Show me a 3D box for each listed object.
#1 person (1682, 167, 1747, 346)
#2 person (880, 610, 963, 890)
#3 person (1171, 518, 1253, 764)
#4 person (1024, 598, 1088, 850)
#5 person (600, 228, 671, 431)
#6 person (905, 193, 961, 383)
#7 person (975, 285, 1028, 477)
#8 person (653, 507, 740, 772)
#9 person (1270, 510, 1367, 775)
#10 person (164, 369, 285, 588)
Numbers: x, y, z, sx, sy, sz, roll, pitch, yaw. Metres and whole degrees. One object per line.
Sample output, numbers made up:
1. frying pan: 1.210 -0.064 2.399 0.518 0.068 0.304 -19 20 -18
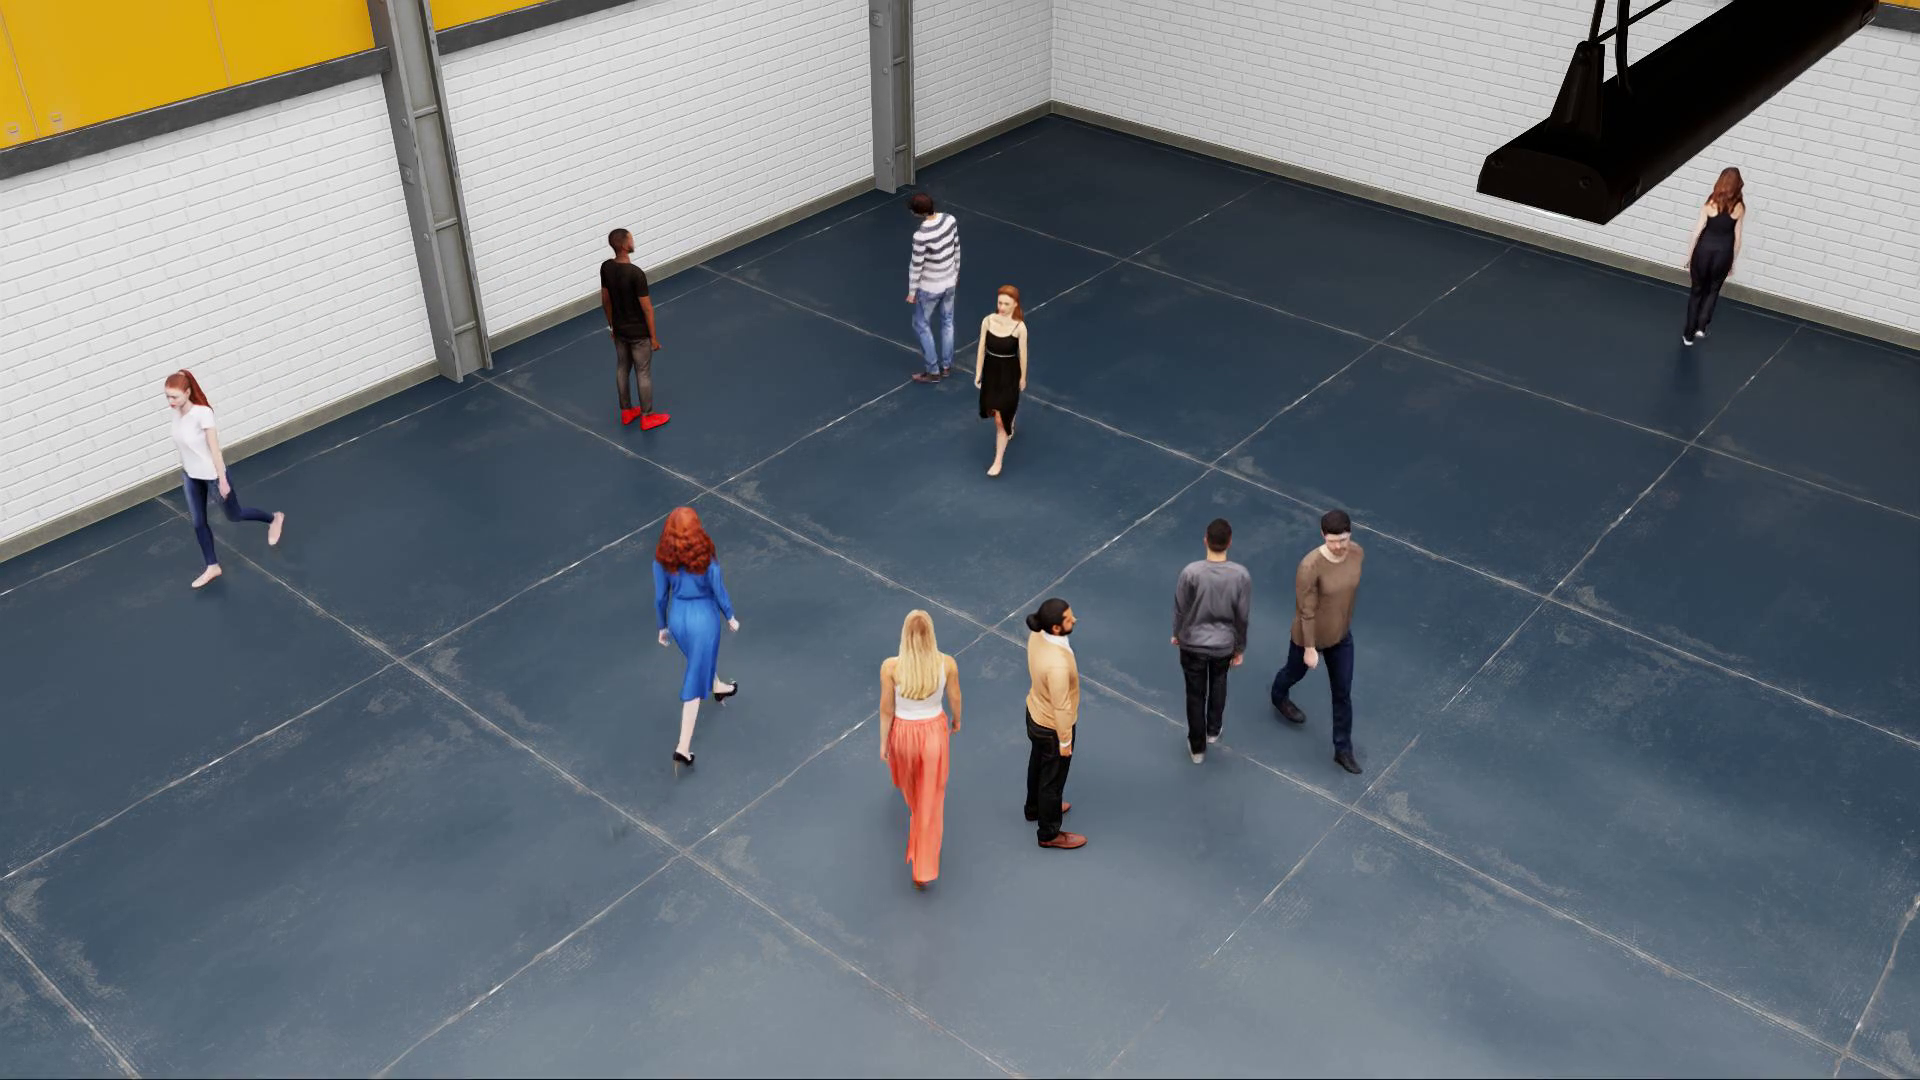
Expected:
1. person: 7.013 -2.596 15.491 0.741 1.739 0.800 9 35 13
2. person: -0.229 1.254 9.690 1.167 1.748 1.311 0 34 0
3. person: 1.575 0.701 10.523 0.757 1.747 0.811 -1 34 -1
4. person: 0.546 1.080 9.946 0.787 1.754 0.757 -8 34 -12
5. person: -2.826 -1.807 14.246 0.681 1.803 0.582 17 37 24
6. person: -0.184 -2.308 14.996 0.610 1.806 0.835 -13 36 -19
7. person: 0.374 -1.387 13.797 0.728 1.601 1.039 14 36 20
8. person: -1.717 0.672 10.548 0.881 1.768 1.221 12 35 17
9. person: 2.256 0.557 10.663 1.210 1.832 1.070 -17 37 -23
10. person: -5.510 -0.512 12.387 0.730 1.704 1.124 17 37 24
